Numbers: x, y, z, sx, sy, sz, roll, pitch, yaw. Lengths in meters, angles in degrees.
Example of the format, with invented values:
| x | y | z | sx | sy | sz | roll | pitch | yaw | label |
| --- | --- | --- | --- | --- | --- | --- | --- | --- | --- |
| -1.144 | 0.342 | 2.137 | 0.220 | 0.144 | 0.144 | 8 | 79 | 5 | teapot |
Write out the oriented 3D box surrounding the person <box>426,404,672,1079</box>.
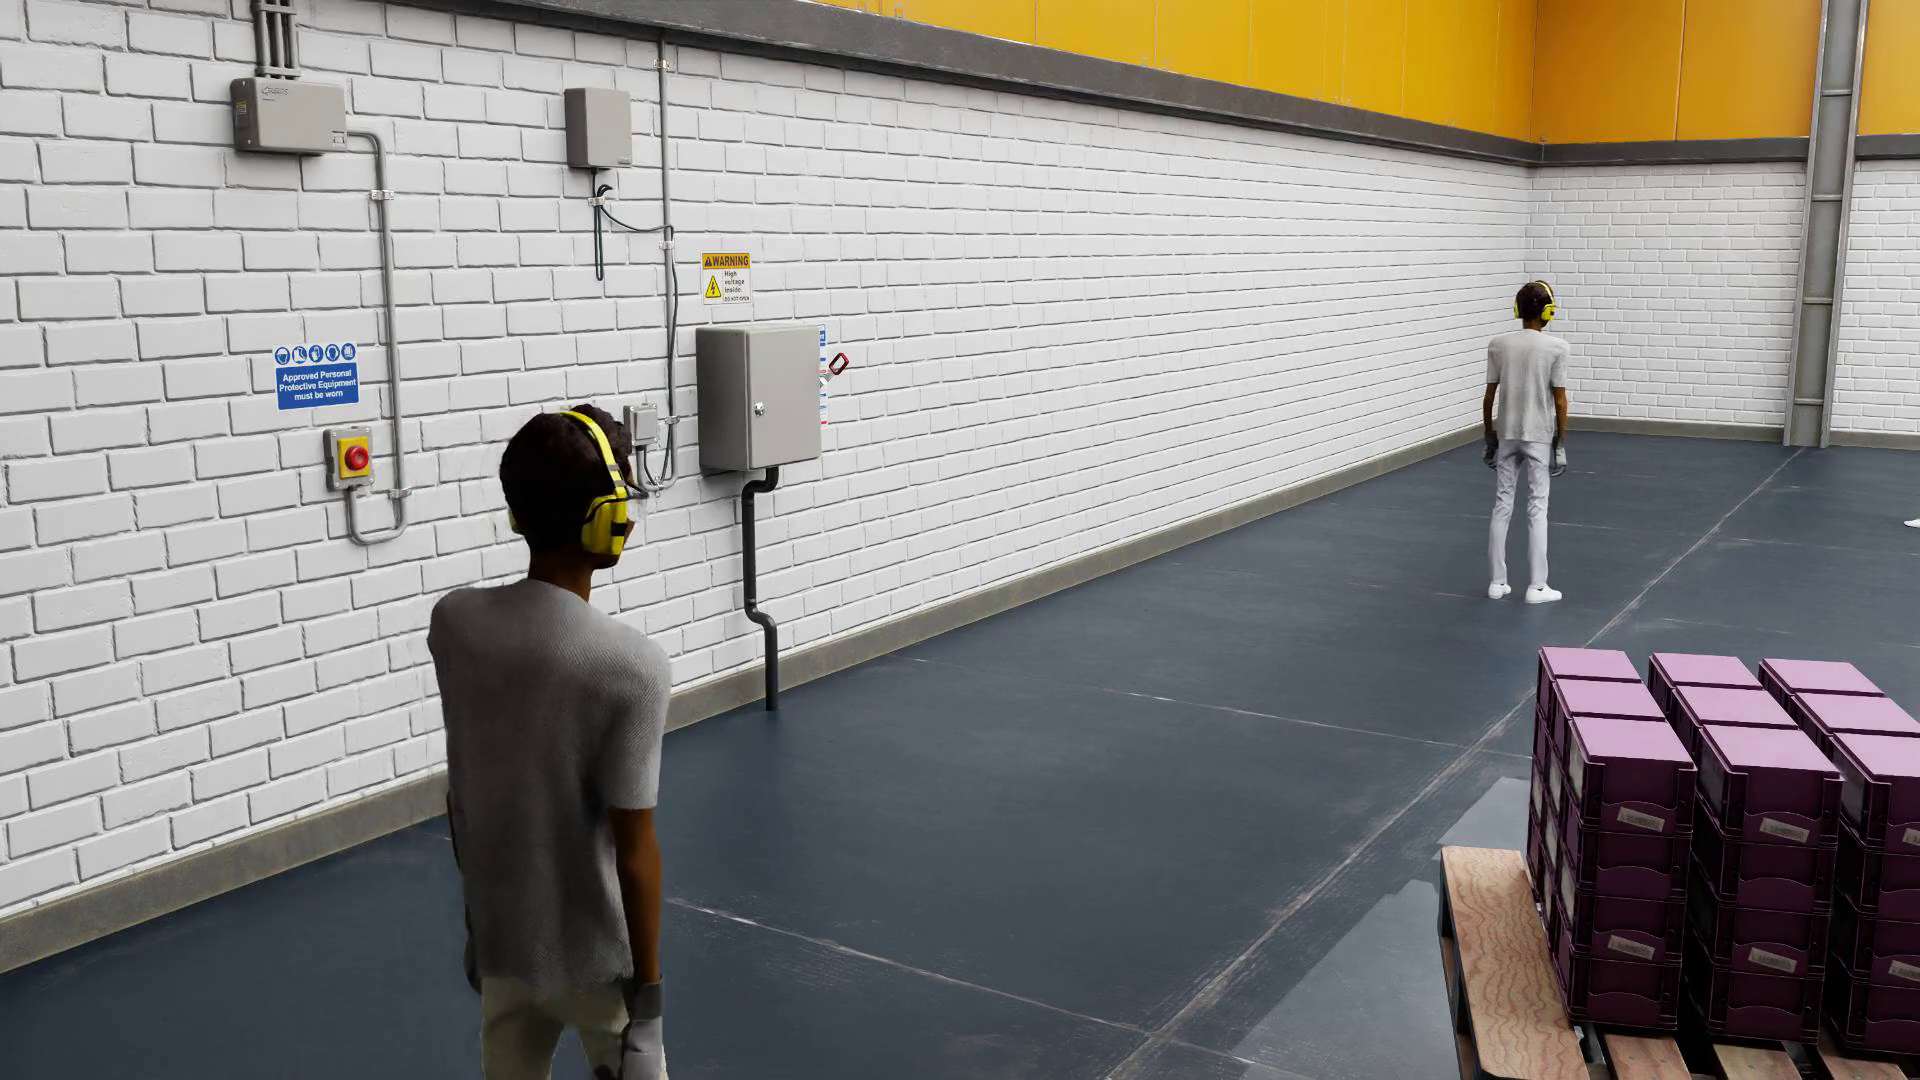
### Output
| x | y | z | sx | sy | sz | roll | pitch | yaw | label |
| --- | --- | --- | --- | --- | --- | --- | --- | --- | --- |
| -0.713 | 0.705 | 2.724 | 0.525 | 1.845 | 0.785 | 5 | 11 | 25 | person |

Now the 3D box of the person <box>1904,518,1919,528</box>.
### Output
| x | y | z | sx | sy | sz | roll | pitch | yaw | label |
| --- | --- | --- | --- | --- | --- | --- | --- | --- | --- |
| 7.116 | -0.983 | 11.887 | 0.409 | 1.907 | 0.650 | 1 | 10 | 4 | person |

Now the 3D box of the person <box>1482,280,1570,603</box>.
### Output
| x | y | z | sx | sy | sz | roll | pitch | yaw | label |
| --- | --- | --- | --- | --- | --- | --- | --- | --- | --- |
| 3.290 | -0.566 | 9.690 | 0.514 | 1.867 | 0.332 | 9 | 14 | 41 | person |
